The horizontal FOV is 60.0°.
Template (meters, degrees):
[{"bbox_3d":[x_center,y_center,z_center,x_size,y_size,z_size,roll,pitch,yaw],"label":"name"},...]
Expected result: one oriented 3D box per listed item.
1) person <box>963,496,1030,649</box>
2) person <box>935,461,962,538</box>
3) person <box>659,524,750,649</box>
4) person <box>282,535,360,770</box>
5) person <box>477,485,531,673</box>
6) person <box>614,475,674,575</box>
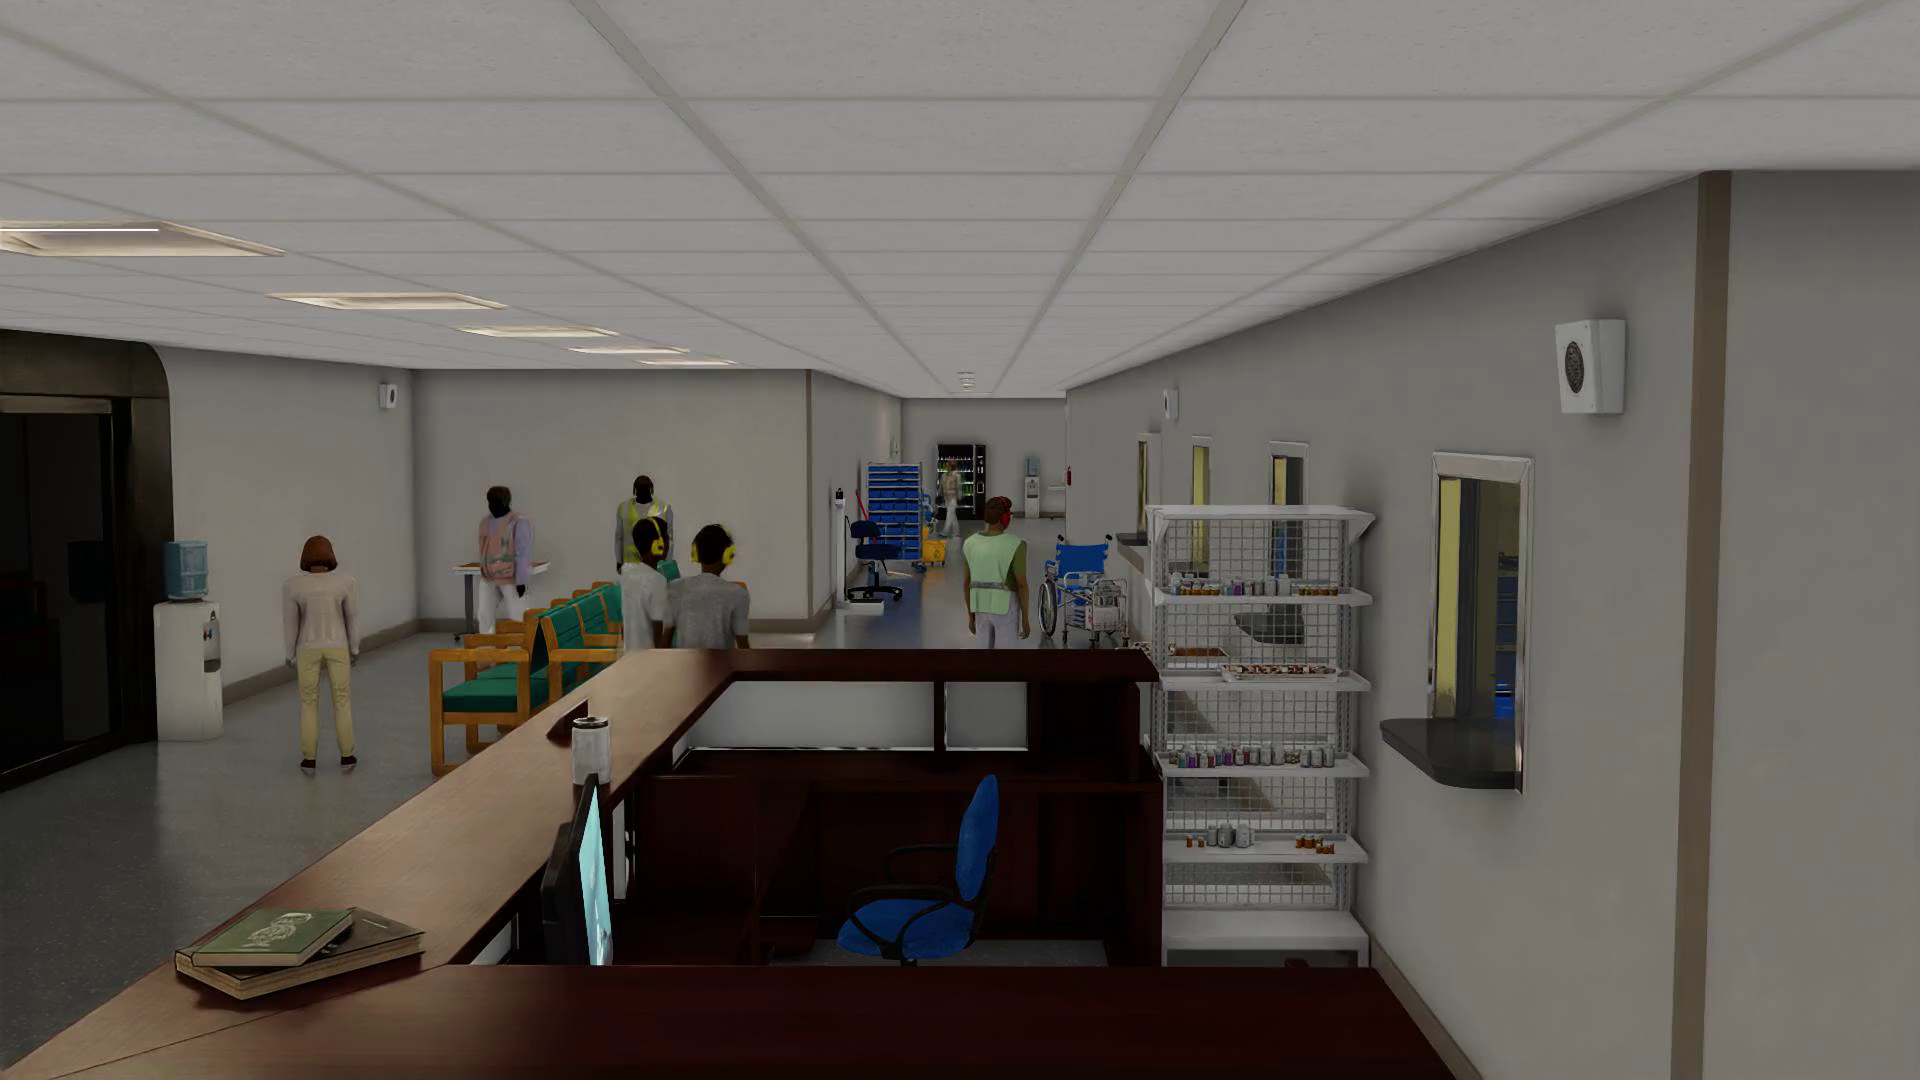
[{"bbox_3d":[0.277,0.584,12.836,0.566,1.846,0.389,3,5,32],"label":"person"},{"bbox_3d":[-0.262,-0.838,34.515,0.821,1.600,0.513,-4,5,-41],"label":"person"},{"bbox_3d":[-1.419,0.842,9.207,0.600,1.854,0.361,1,4,10],"label":"person"},{"bbox_3d":[-4.430,0.780,11.555,0.499,1.633,0.280,-2,4,-21],"label":"person"},{"bbox_3d":[-4.397,0.361,16.208,0.624,1.811,0.892,2,5,29],"label":"person"},{"bbox_3d":[-3.415,0.220,17.976,0.635,1.840,0.429,0,4,-5],"label":"person"}]
